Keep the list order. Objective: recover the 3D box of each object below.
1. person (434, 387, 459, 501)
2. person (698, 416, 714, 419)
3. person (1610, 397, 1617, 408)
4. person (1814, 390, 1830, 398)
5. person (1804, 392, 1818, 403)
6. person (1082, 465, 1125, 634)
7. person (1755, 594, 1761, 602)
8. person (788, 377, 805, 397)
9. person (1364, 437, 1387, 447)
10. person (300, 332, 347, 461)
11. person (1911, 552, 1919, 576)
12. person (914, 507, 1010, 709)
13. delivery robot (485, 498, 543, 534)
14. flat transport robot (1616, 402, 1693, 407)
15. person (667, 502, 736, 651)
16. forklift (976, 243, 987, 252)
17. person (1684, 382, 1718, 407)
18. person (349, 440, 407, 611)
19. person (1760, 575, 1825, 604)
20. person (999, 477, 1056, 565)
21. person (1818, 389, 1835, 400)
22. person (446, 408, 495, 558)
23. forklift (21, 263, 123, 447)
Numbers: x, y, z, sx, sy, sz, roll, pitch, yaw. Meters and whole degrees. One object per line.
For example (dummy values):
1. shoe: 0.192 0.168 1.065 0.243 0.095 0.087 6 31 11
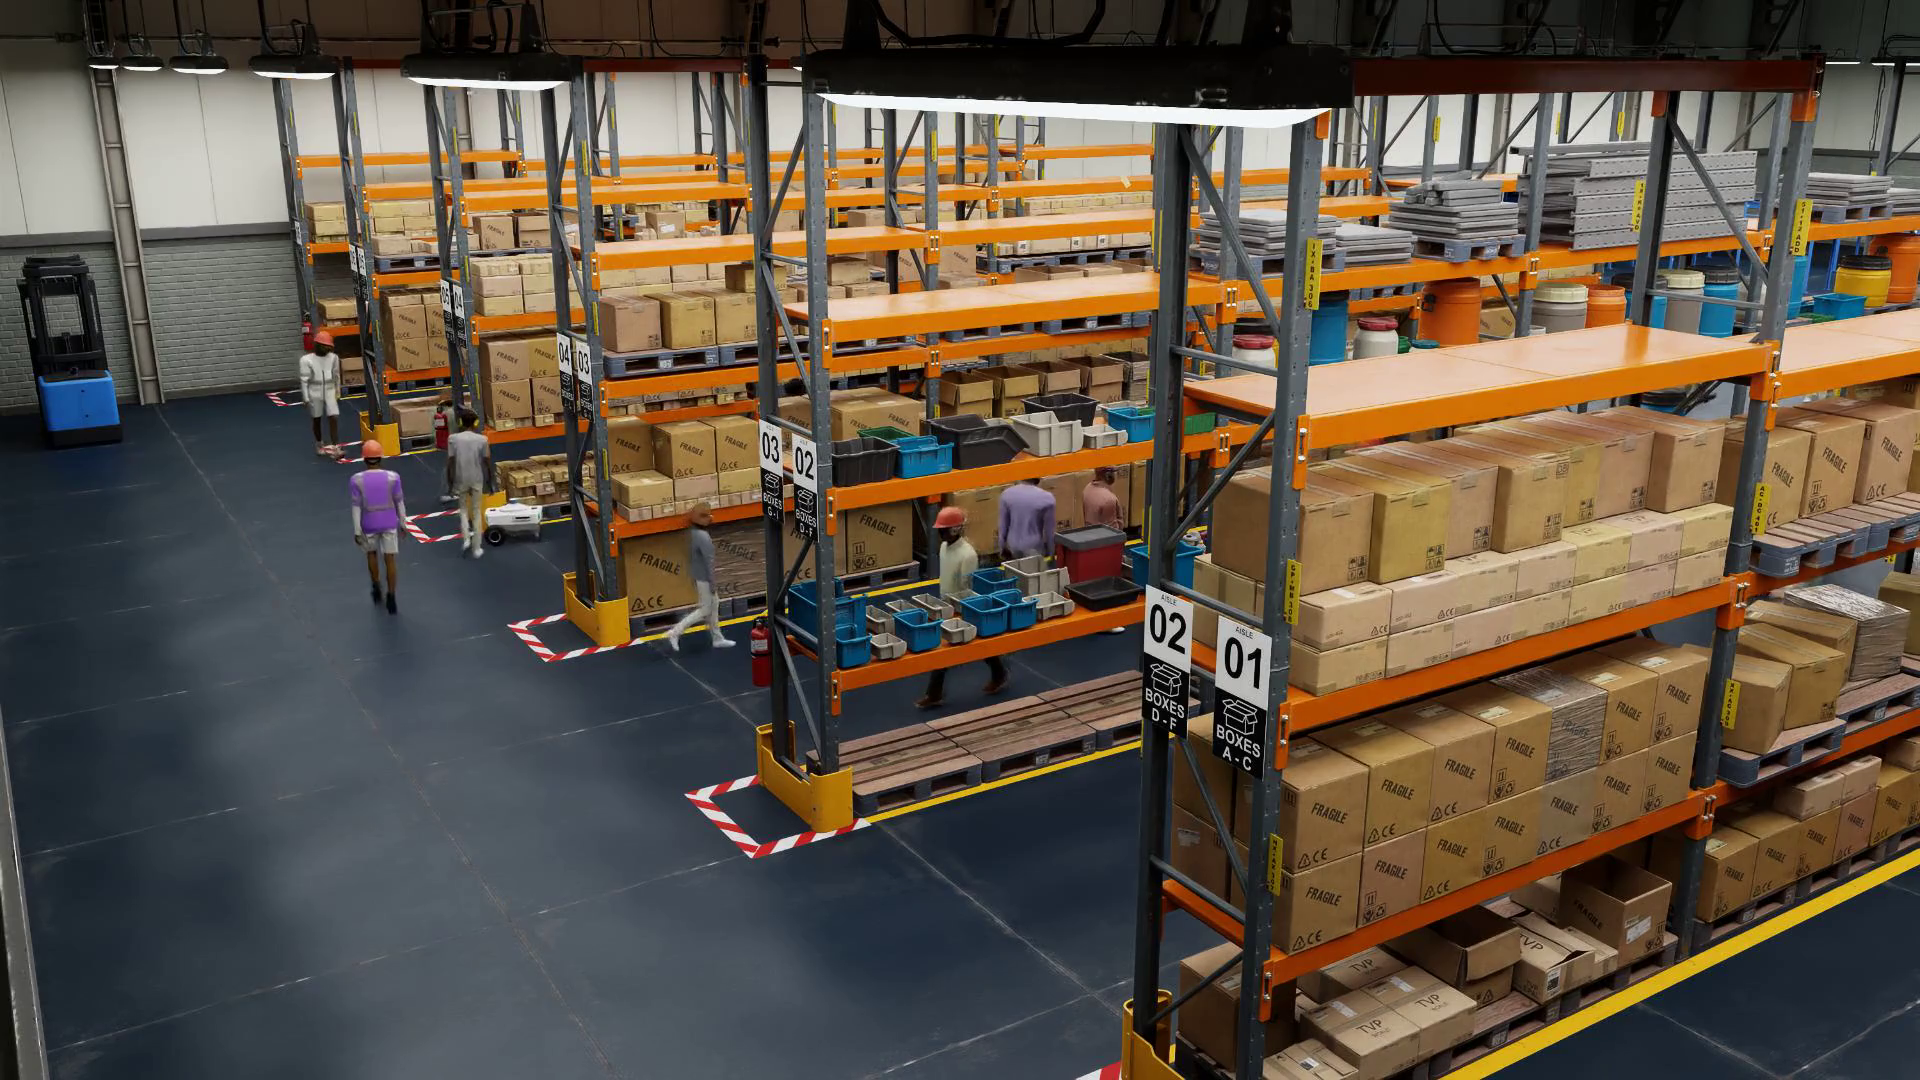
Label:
1. person: -7.100 -1.342 22.082 0.500 1.608 0.514 14 22 38
2. person: -4.127 -2.423 25.222 0.714 1.864 0.583 -16 23 -42
3. person: 11.567 -3.071 27.222 0.548 1.936 0.373 1 17 3
4. person: 16.216 -3.454 28.708 0.984 1.802 0.530 10 20 30
5. person: 15.533 -3.339 28.641 0.537 1.609 0.704 16 23 42
6. person: 1.558 0.051 17.008 0.409 1.913 0.648 -6 18 -19
7. person: 8.899 0.022 17.116 0.791 1.904 0.569 -12 21 -35
8. person: -2.284 -1.258 21.349 0.877 1.890 0.594 -11 20 -32
9. person: 4.664 -0.320 18.228 0.796 1.916 0.548 -12 21 -35
10. person: -9.804 -2.211 24.322 0.655 1.957 1.066 -12 21 -35
11. person: 9.061 0.716 14.956 0.773 1.842 0.535 9 19 28
12. person: 0.036 0.613 15.118 1.038 1.947 0.609 -12 21 -35
13. delivery robot: -5.747 -0.297 20.352 0.707 0.478 0.477 -3 17 -10
14. flat transport robot: 12.375 -2.460 28.080 1.431 0.197 0.652 -13 21 -36
15. person: -2.711 0.393 16.385 0.675 1.615 0.506 -6 18 -18
16. forklift: 0.988 -5.474 34.718 1.214 2.155 2.313 -10 20 -31
17. person: 13.266 -3.321 28.093 0.976 1.887 0.573 -5 18 -15
18. person: -6.562 -0.204 17.836 0.575 1.904 0.852 -7 18 -23
19. person: 8.403 0.565 15.854 0.880 1.583 0.530 -8 19 -24
20. person: 0.687 0.086 16.915 0.642 1.910 0.929 9 19 28
21. person: 15.307 -3.163 27.488 0.617 1.943 0.395 -2 17 -5
22. person: -6.094 -0.705 19.626 0.544 1.831 0.490 -2 17 -6
23. forklift: -14.518 -3.079 25.708 1.129 2.768 1.873 -10 20 -31
